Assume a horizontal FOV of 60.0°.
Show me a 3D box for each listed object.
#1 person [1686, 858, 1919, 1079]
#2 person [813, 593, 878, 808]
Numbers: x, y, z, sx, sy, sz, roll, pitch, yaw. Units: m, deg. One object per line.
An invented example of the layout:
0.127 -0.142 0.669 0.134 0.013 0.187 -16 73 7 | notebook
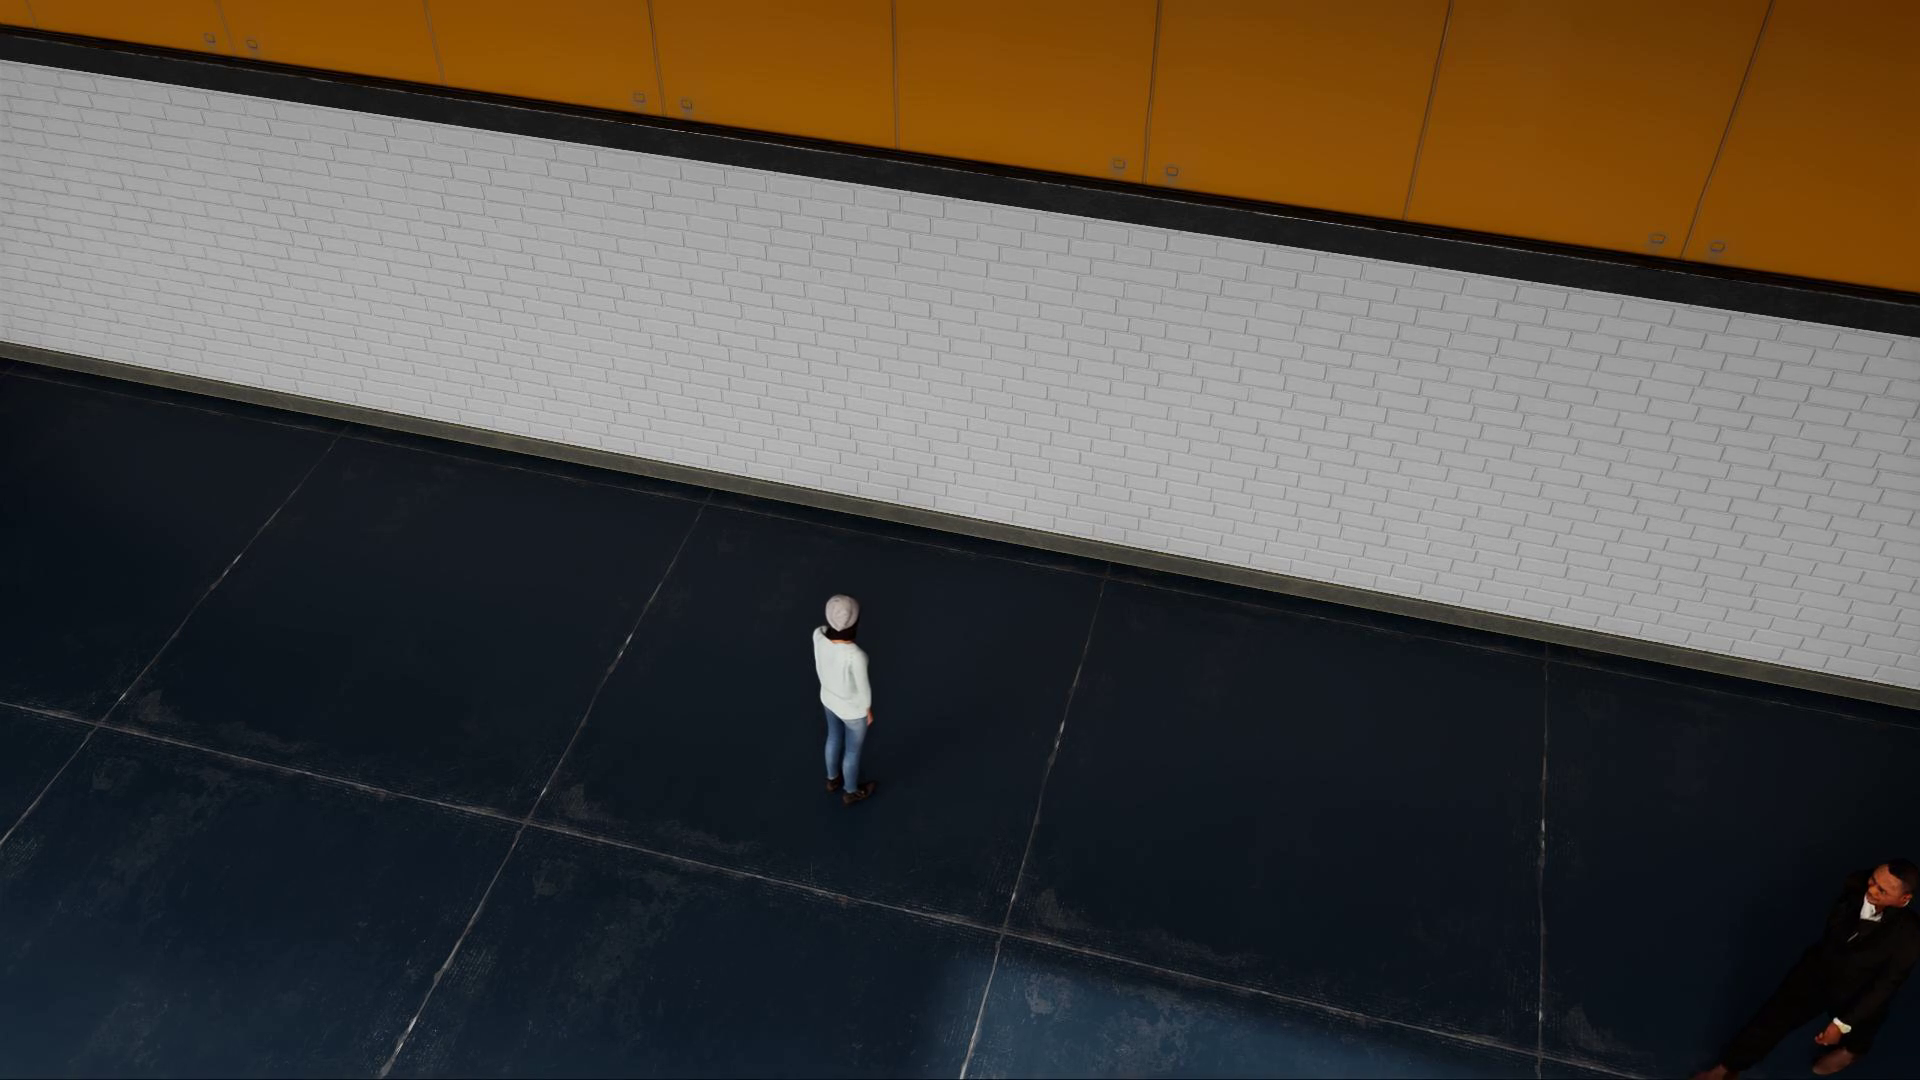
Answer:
4.502 2.204 8.303 1.244 1.843 1.328 -14 45 -14 | person
-0.677 0.940 9.774 0.641 1.647 0.655 33 53 30 | person
